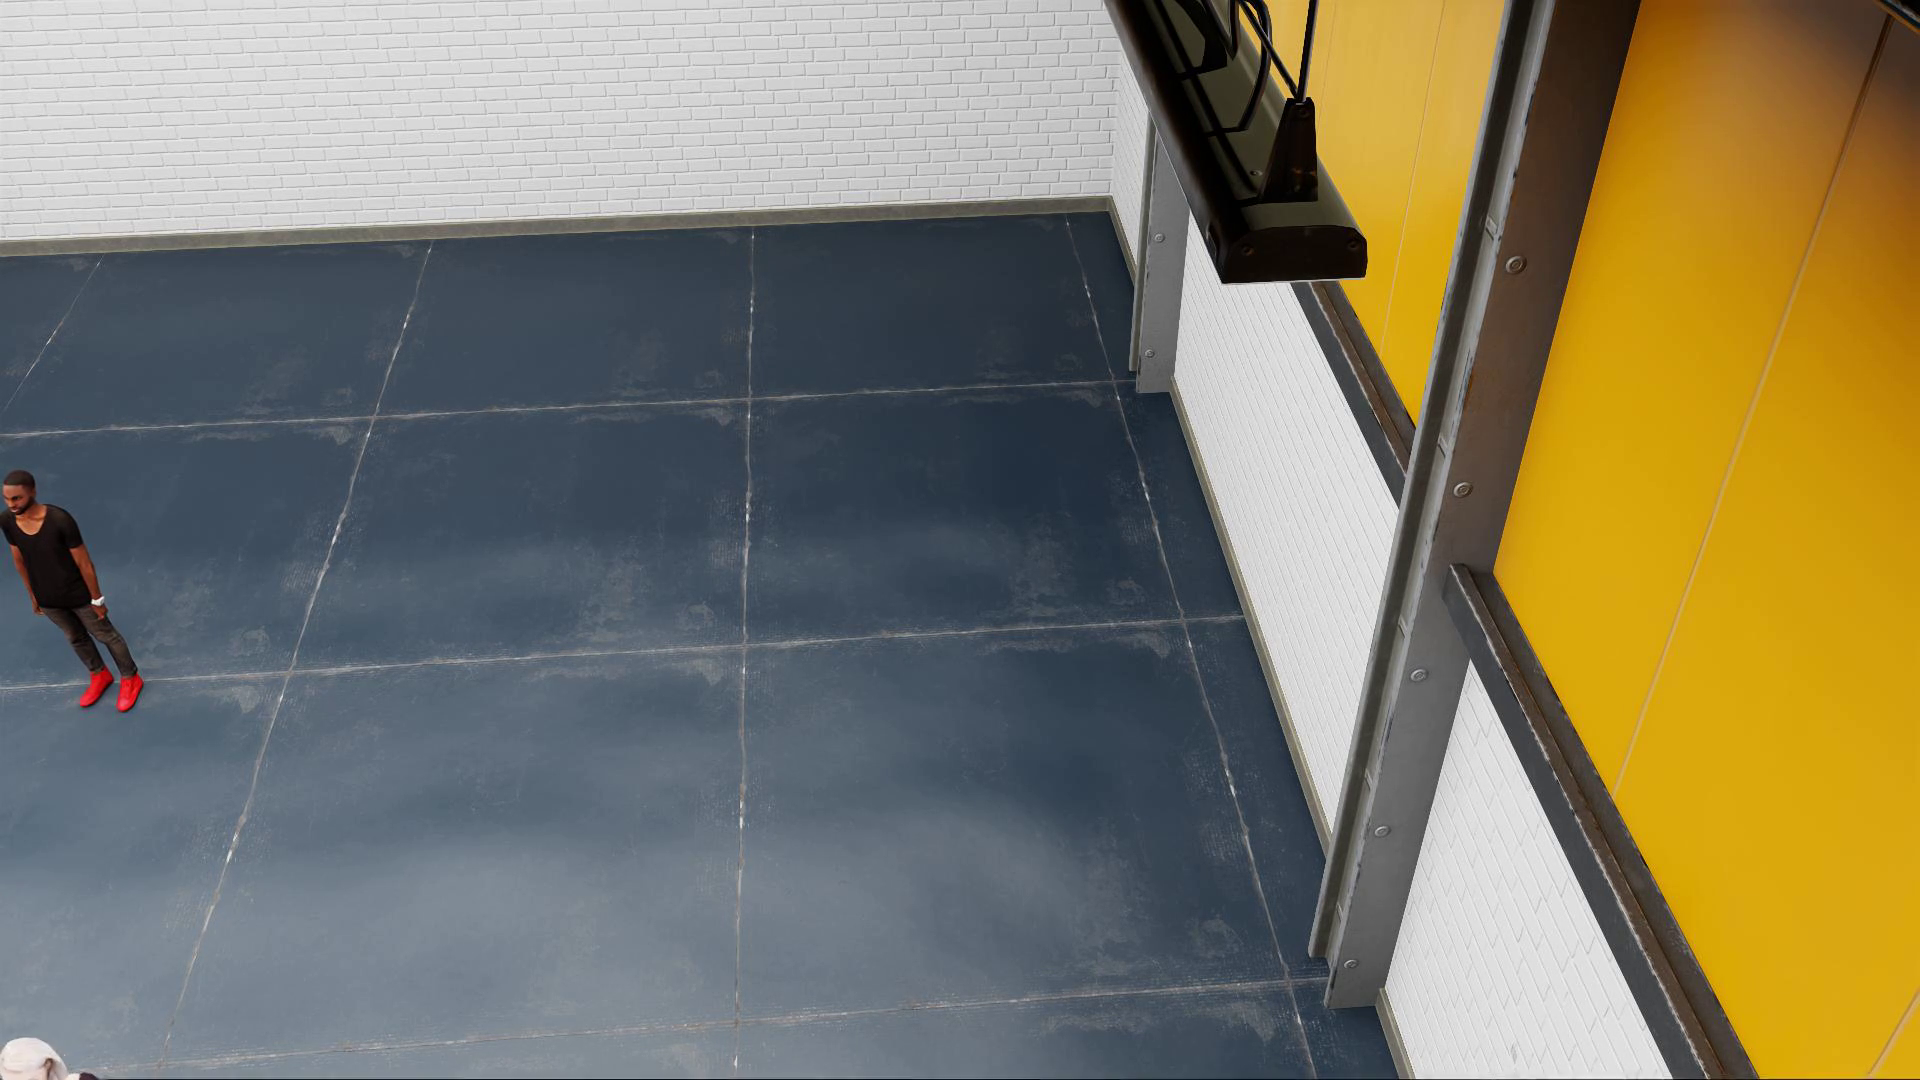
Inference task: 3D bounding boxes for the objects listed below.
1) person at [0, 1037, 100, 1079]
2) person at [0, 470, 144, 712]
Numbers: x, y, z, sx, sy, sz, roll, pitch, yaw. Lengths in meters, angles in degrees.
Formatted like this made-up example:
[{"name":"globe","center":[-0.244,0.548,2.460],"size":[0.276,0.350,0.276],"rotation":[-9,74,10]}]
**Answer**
[{"name":"person","center":[-3.802,2.679,7.315],"size":[0.780,1.804,1.041],"rotation":[-15,41,-18]},{"name":"person","center":[-5.521,0.297,10.298],"size":[0.673,1.803,0.598],"rotation":[3,39,4]}]
